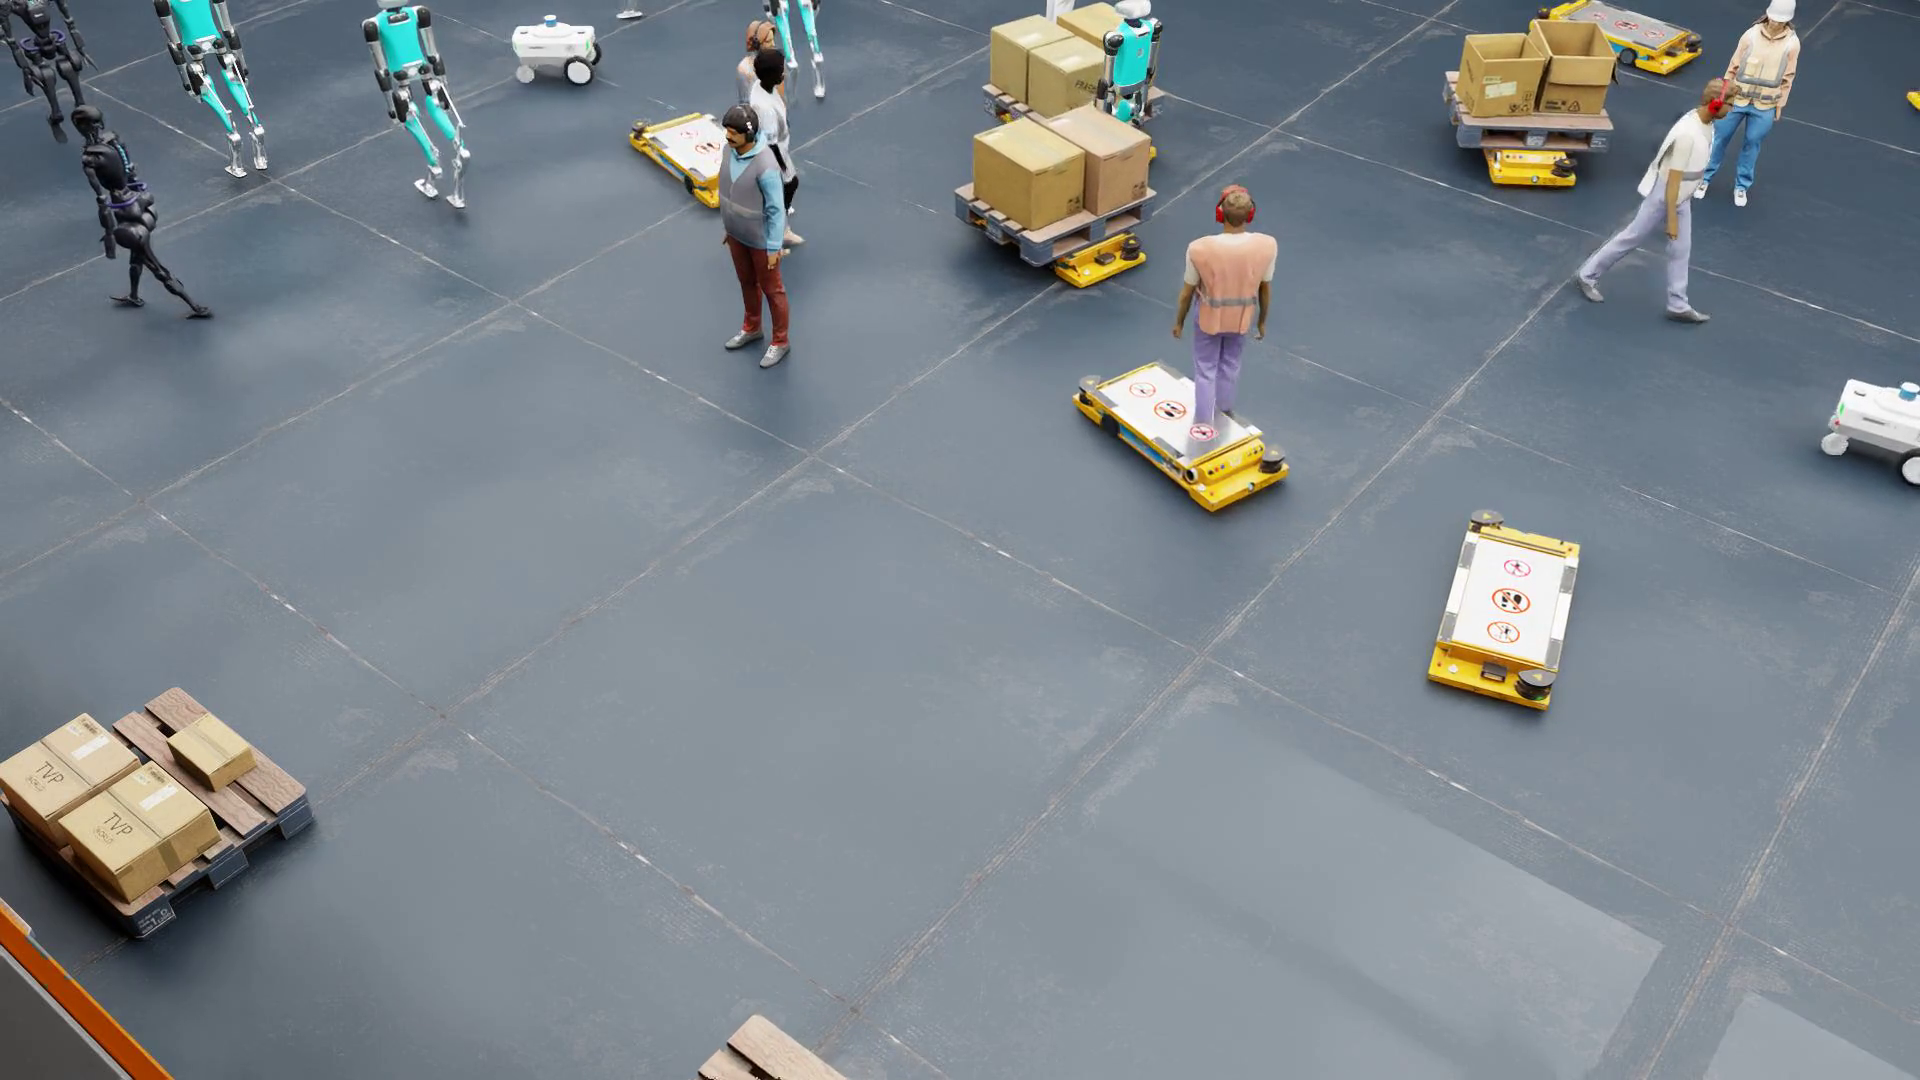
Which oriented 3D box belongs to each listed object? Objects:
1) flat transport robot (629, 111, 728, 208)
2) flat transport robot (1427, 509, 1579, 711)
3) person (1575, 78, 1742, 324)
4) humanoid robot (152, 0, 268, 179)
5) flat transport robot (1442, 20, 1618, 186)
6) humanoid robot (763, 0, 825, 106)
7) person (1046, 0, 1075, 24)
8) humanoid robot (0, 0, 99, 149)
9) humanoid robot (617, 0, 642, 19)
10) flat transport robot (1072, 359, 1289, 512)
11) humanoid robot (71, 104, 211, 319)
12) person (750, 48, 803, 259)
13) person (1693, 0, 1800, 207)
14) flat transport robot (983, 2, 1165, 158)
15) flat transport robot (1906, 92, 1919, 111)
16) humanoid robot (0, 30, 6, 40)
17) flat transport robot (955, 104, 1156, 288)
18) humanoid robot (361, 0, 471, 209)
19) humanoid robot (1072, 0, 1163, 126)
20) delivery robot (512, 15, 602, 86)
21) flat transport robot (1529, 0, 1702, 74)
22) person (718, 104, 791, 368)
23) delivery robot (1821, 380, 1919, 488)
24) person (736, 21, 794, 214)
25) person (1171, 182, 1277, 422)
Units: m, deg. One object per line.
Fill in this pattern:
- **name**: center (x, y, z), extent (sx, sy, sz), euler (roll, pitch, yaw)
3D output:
- **flat transport robot**: center (-2.134, -3.198, 13.840), extent (0.659, 0.231, 1.431), euler (-25, 46, -27)
- **flat transport robot**: center (3.173, 0.377, 9.634), extent (0.659, 0.231, 1.431), euler (15, 43, 17)
- **person**: center (4.983, -2.407, 11.741), extent (0.976, 1.779, 0.669), euler (29, 48, 30)
- **humanoid robot**: center (-5.834, -3.641, 13.122), extent (0.533, 1.681, 0.735), euler (-26, 47, -27)
- **flat transport robot**: center (4.755, -3.426, 14.108), extent (0.659, 0.231, 1.431), euler (3, 40, 3)
- **humanoid robot**: center (-1.413, -4.567, 14.346), extent (0.530, 1.825, 0.695), euler (-13, 42, -15)
- **person**: center (0.987, -5.344, 15.161), extent (0.431, 1.839, 0.622), euler (-8, 41, -9)
- **humanoid robot**: center (-7.470, -3.964, 13.660), extent (0.443, 1.647, 0.585), euler (32, 50, 32)
- **humanoid robot**: center (-3.141, -5.774, 15.747), extent (0.660, 1.820, 0.538), euler (-7, 41, -8)
- **flat transport robot**: center (1.433, -0.729, 10.936), extent (0.659, 0.231, 1.431), euler (-24, 46, -26)
- **humanoid robot**: center (-5.889, -2.293, 11.733), extent (0.797, 1.622, 0.608), euler (1, 40, 1)
- **person**: center (-1.344, -2.837, 12.324), extent (0.494, 1.682, 0.544), euler (-2, 40, -2)
- **person**: center (6.195, -3.444, 13.010), extent (0.487, 1.721, 0.379), euler (17, 43, 19)
- **flat transport robot**: center (0.973, -3.544, 14.246), extent (0.659, 0.231, 1.431), euler (-24, 46, -26)
- **flat transport robot**: center (9.150, -3.794, 14.541), extent (1.431, 0.231, 0.659), euler (0, 40, 0)
- **humanoid robot**: center (-9.360, -5.409, 15.343), extent (0.599, 1.657, 0.315), euler (-13, 42, -15)
- **flat transport robot**: center (0.723, -2.418, 12.922), extent (0.659, 0.231, 1.431), euler (-27, 47, -28)
- **humanoid robot**: center (-4.110, -3.321, 12.842), extent (0.531, 1.721, 0.968), euler (-27, 47, -28)
- **humanoid robot**: center (1.133, -3.440, 12.886), extent (0.533, 1.681, 0.735), euler (-27, 47, -28)
- **delivery robot**: center (-3.677, -4.465, 15.099), extent (0.757, 0.580, 0.499), euler (0, 40, 0)
- **flat transport robot**: center (6.192, -4.782, 15.704), extent (0.659, 0.231, 1.431), euler (-31, 49, -31)
- **person**: center (-1.389, -2.072, 11.272), extent (0.540, 1.879, 0.408), euler (30, 49, 31)
- **delivery robot**: center (6.054, -0.726, 10.722), extent (0.786, 0.608, 0.499), euler (22, 45, 24)
- **person**: center (-1.501, -3.197, 12.789), extent (0.313, 1.633, 0.512), euler (23, 45, 25)
- **person**: center (1.649, -1.392, 10.508), extent (0.580, 1.843, 0.451), euler (-4, 41, -4)
